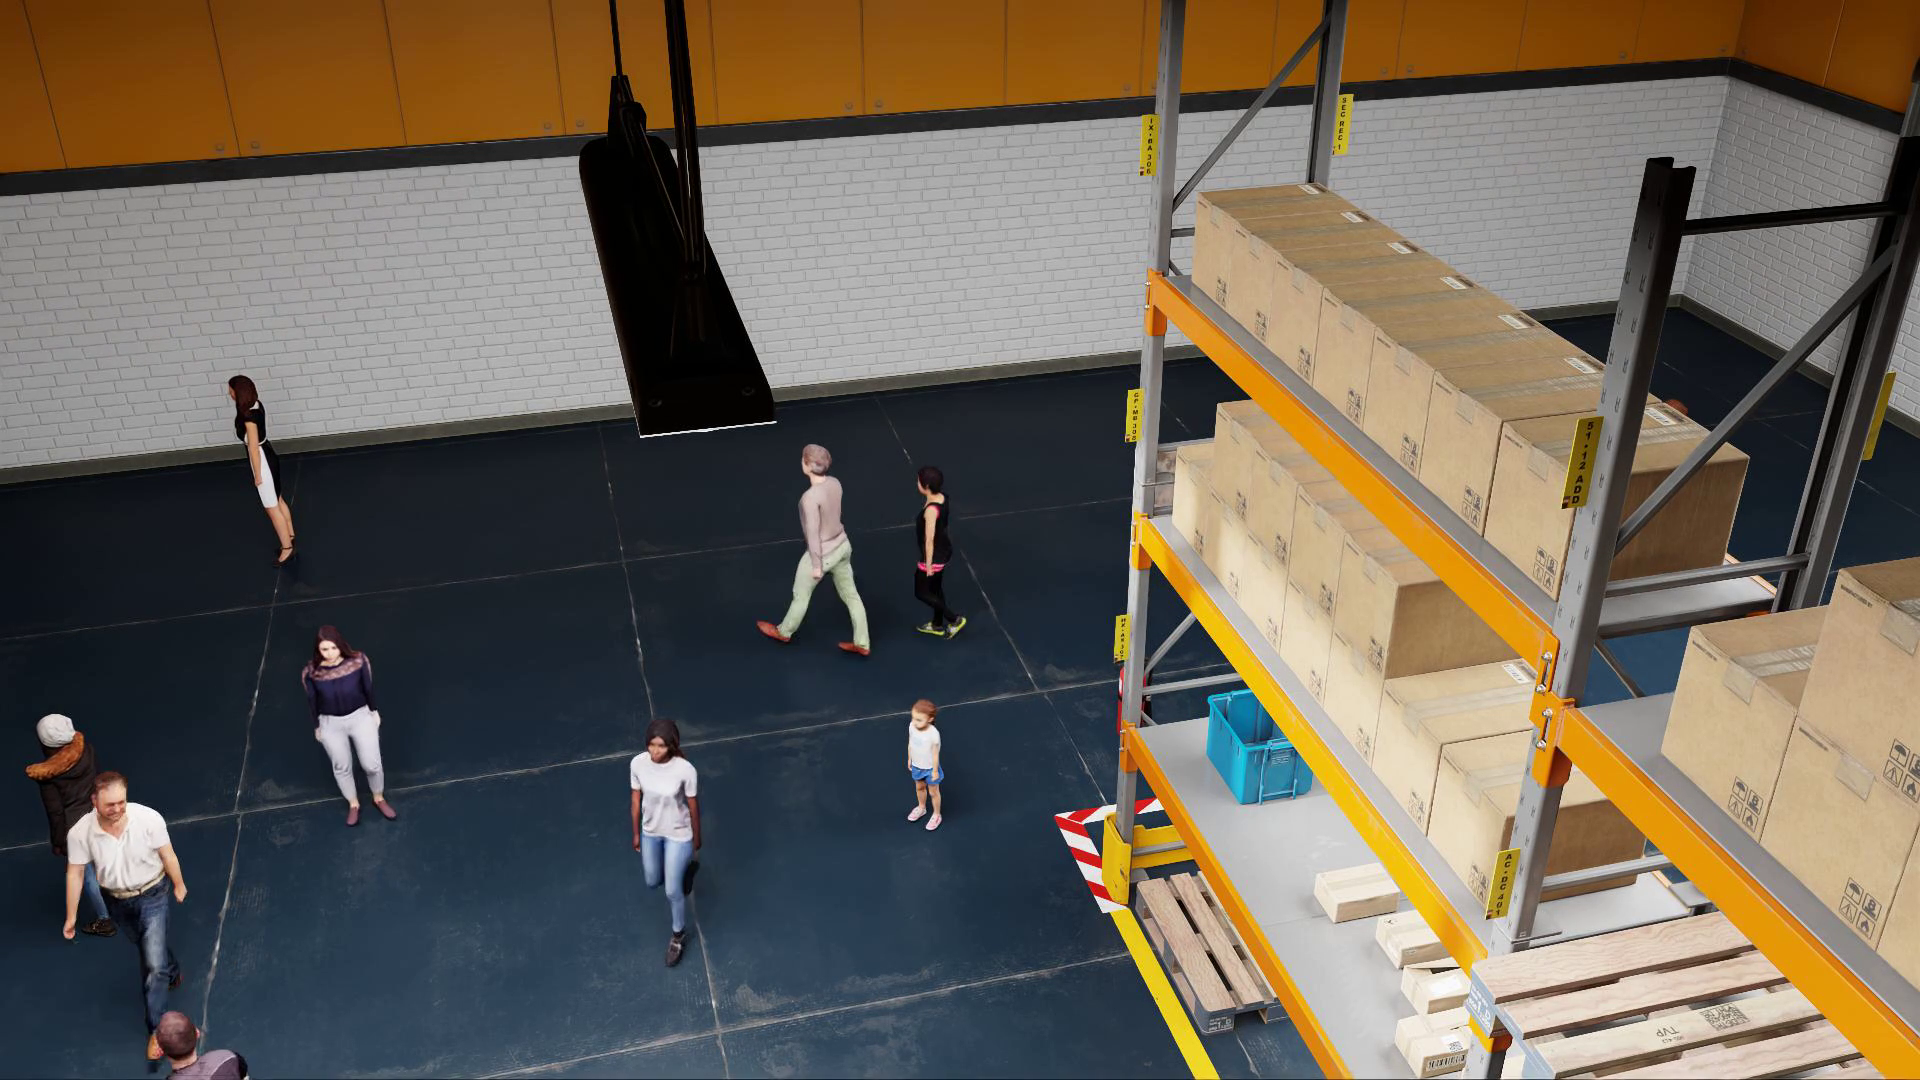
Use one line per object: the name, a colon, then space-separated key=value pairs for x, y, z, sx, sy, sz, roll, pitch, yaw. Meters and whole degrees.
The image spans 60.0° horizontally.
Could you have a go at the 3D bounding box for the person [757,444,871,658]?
person: x=-0.981 y=0.151 z=13.233 sx=1.252 sy=1.828 sz=1.208 roll=14 pitch=32 yaw=24

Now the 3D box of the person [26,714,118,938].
person: x=-5.516 y=1.775 z=10.457 sx=0.806 sy=1.634 sz=0.722 roll=9 pitch=30 yaw=15

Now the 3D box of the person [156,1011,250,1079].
person: x=-3.515 y=3.042 z=7.954 sx=1.166 sy=1.808 sz=1.038 roll=23 pitch=36 yaw=35

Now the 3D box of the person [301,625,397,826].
person: x=-4.207 y=1.267 z=11.423 sx=0.612 sy=1.600 sz=0.536 roll=-10 pitch=30 yaw=-17

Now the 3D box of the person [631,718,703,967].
person: x=-1.795 y=1.794 z=10.350 sx=0.880 sy=1.704 sz=1.020 roll=7 pitch=29 yaw=13

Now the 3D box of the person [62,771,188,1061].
person: x=-4.803 y=2.031 z=9.791 sx=0.895 sy=1.822 sz=1.087 roll=1 pitch=29 yaw=1

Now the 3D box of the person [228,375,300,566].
person: x=-6.143 y=-0.628 z=14.696 sx=0.625 sy=1.793 sz=0.441 roll=-7 pitch=29 yaw=-12

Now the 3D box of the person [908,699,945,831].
person: x=-0.232 y=1.535 z=11.540 sx=0.462 sy=1.018 sz=0.536 roll=21 pitch=35 yaw=33

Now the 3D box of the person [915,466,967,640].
person: x=-0.138 y=0.129 z=13.576 sx=0.804 sy=1.537 sz=0.759 roll=7 pitch=29 yaw=12
